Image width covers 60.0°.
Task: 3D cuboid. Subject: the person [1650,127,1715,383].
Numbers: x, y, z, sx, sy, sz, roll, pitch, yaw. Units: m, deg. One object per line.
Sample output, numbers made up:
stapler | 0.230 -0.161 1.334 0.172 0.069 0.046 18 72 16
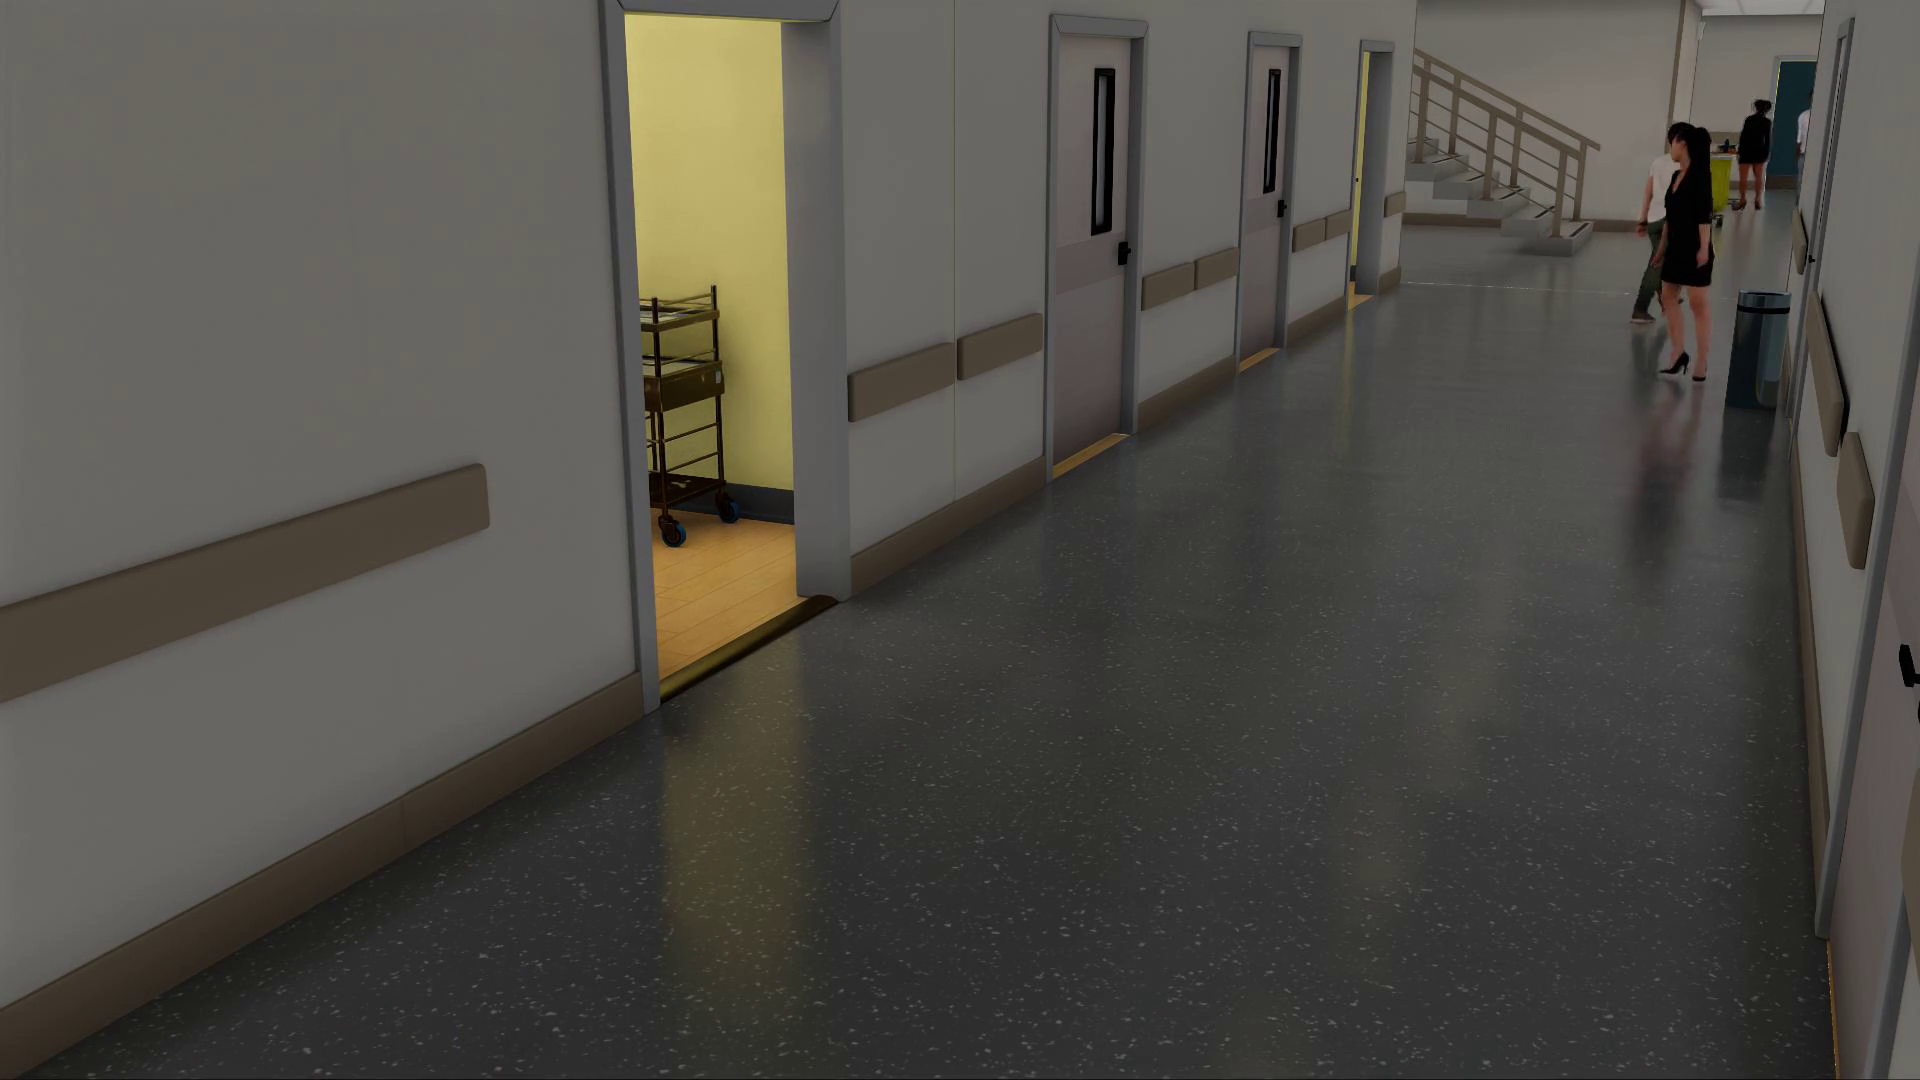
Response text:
person | 4.970 -1.917 11.236 0.725 1.676 0.727 -5 17 -19

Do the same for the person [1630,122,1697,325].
person | 5.751 -2.571 13.661 0.968 1.619 1.044 -11 19 -35

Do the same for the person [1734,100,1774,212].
person | 11.940 -5.795 25.085 0.572 1.626 0.708 0 16 0
